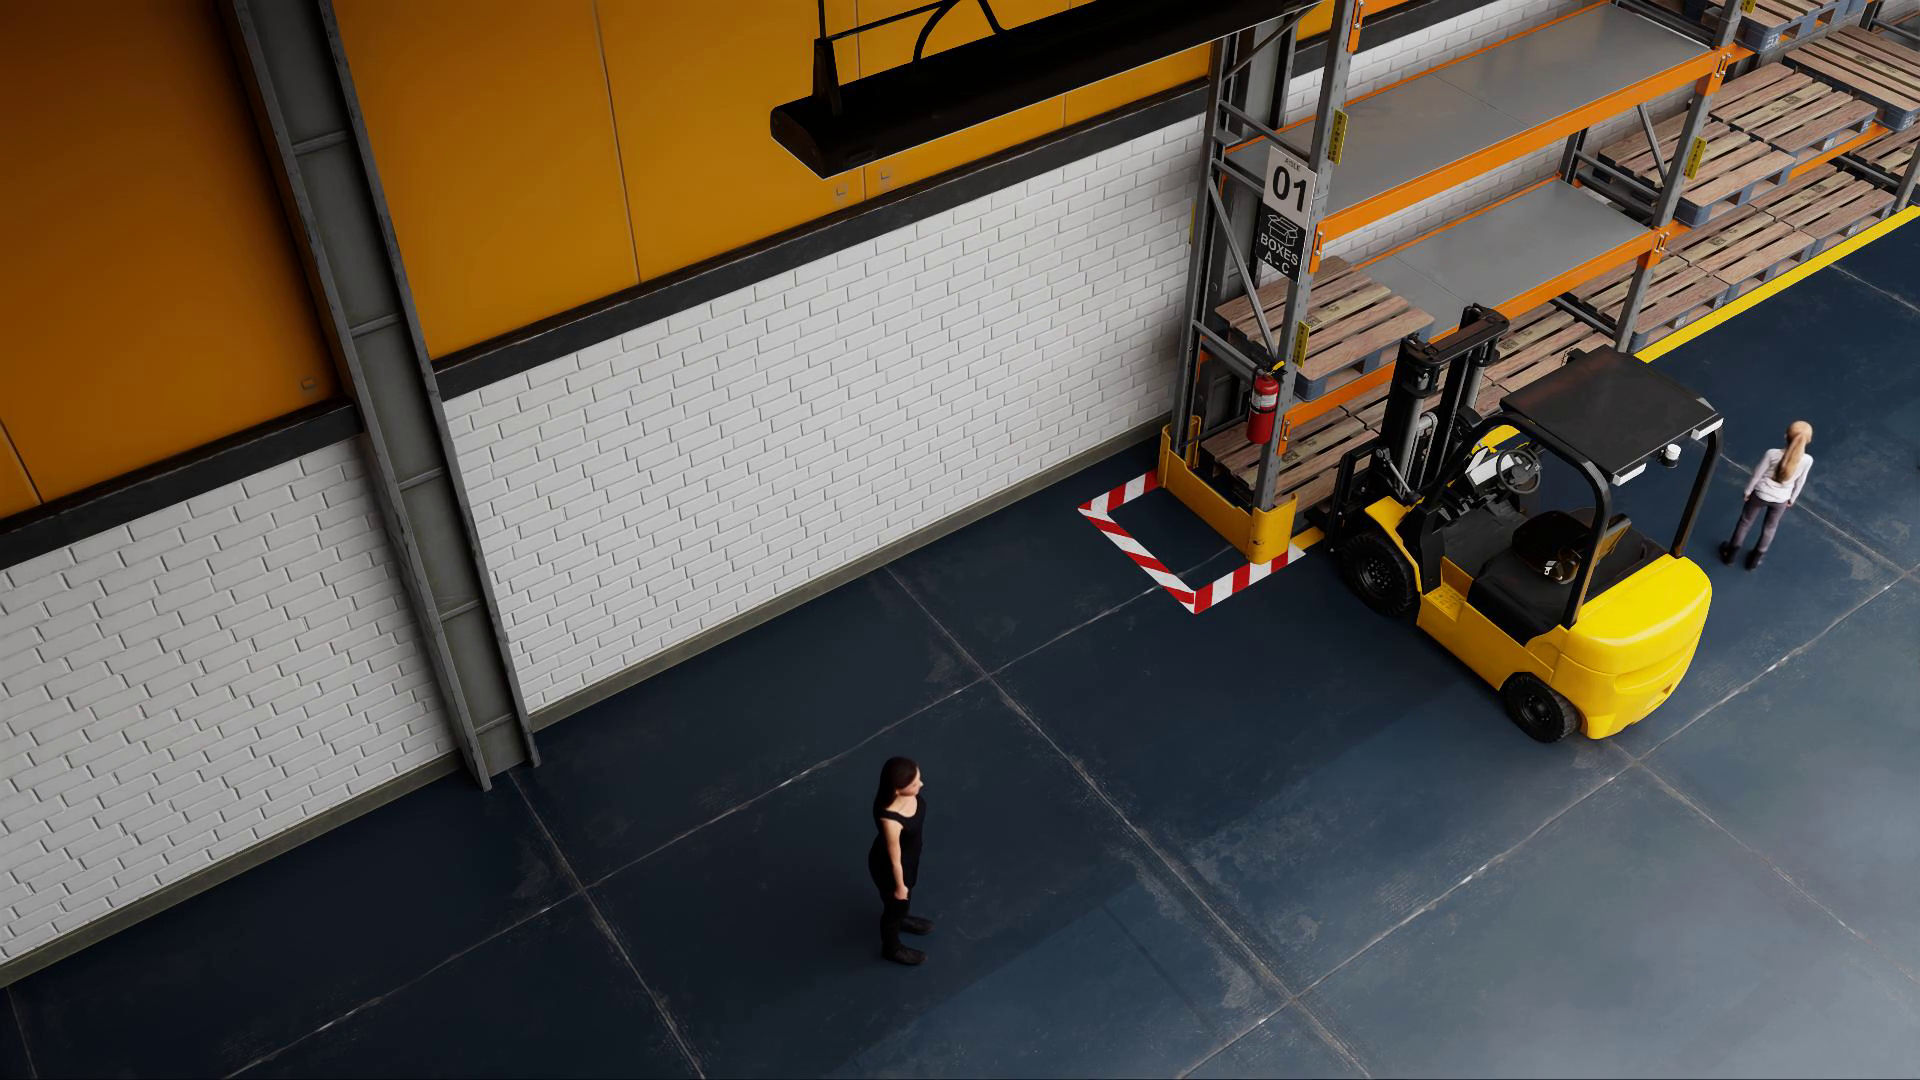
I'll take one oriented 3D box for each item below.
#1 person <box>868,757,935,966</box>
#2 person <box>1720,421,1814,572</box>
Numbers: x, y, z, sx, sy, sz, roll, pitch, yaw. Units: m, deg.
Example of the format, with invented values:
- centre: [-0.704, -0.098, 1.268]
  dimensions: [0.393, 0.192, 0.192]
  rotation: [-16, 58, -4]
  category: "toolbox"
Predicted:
- centre: [-0.340, 1.754, 9.155]
  dimensions: [0.729, 1.689, 0.669]
  rotation: [7, 44, 7]
  category: "person"
- centre: [5.662, -0.305, 11.614]
  dimensions: [0.586, 1.277, 0.638]
  rotation: [11, 45, 12]
  category: "person"
